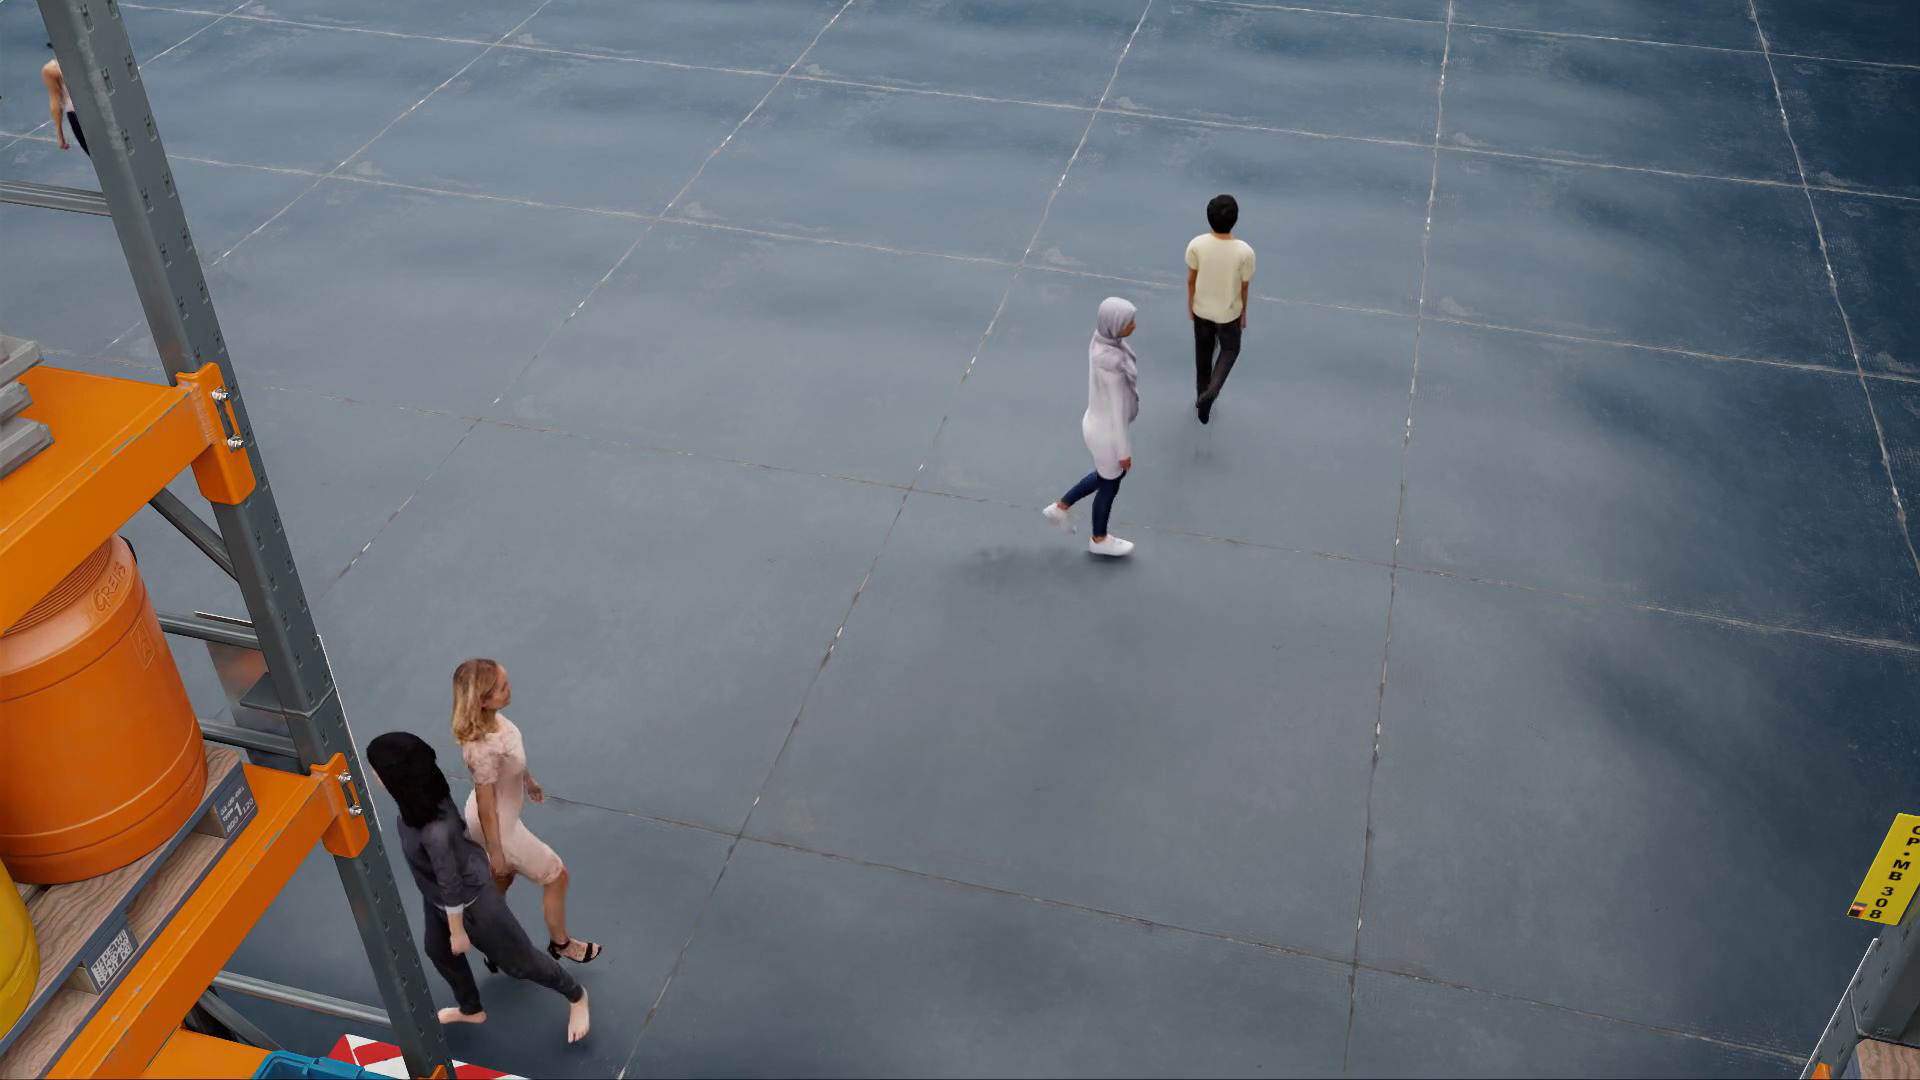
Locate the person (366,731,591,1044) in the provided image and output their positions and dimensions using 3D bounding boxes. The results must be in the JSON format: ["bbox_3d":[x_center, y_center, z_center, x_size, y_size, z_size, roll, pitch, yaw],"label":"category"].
[{"bbox_3d":[-1.969,1.450,6.829,1.012,1.713,0.967,-20,42,-23],"label":"person"}]

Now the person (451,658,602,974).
[{"bbox_3d":[-2.045,1.228,7.033,0.830,1.810,0.794,-13,40,-16],"label":"person"}]

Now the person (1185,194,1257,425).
[{"bbox_3d":[1.630,-1.426,10.618,0.650,1.573,0.831,14,40,17],"label":"person"}]

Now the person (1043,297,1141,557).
[{"bbox_3d":[0.742,-0.600,9.412,0.791,1.759,0.789,-1,38,-1],"label":"person"}]

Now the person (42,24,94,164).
[{"bbox_3d":[-6.568,-3.127,12.698,0.829,1.689,0.777,25,45,28],"label":"person"}]
